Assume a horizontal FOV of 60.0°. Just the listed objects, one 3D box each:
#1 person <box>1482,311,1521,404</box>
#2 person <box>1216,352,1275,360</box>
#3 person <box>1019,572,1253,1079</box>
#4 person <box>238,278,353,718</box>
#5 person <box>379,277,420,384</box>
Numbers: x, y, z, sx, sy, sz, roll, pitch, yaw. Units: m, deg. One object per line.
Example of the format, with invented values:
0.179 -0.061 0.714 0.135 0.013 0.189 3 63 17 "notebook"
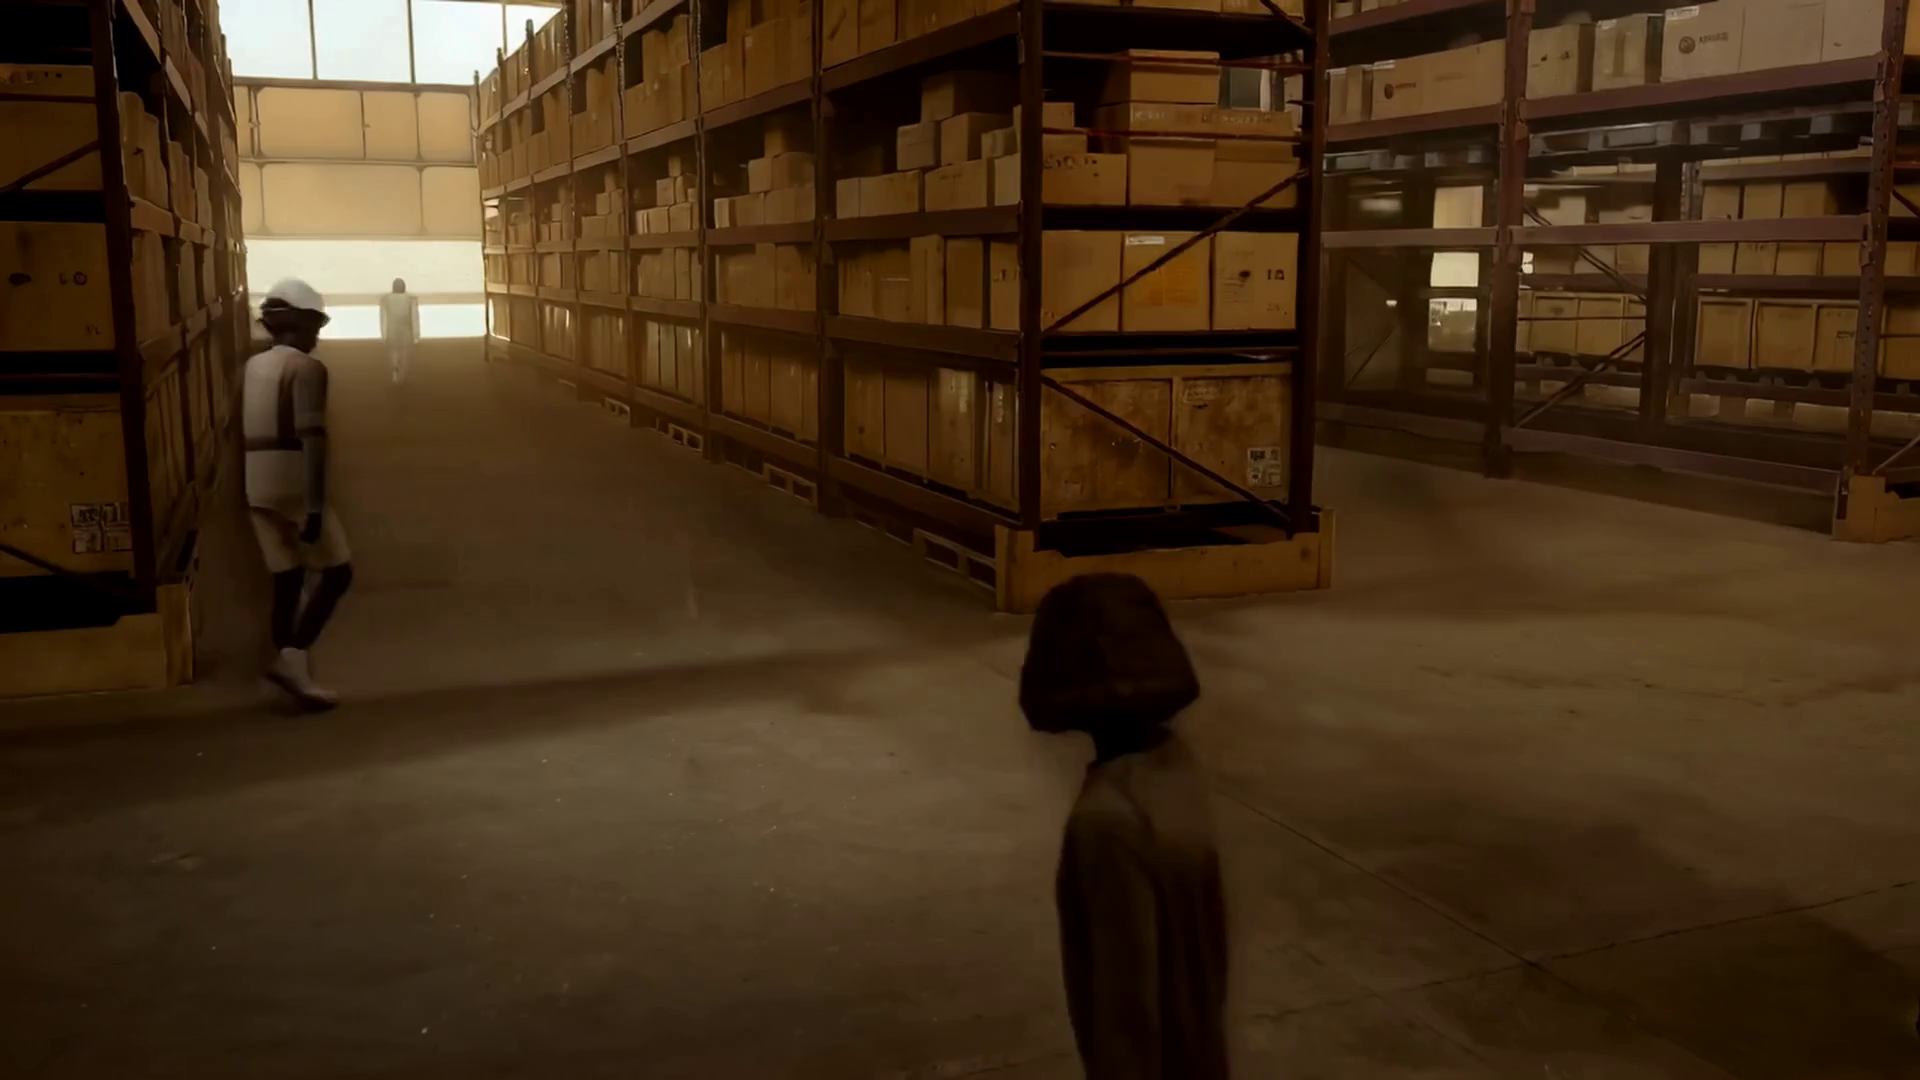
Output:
7.540 -2.634 23.096 0.538 1.726 0.883 -2 10 -10 "person"
2.389 -1.260 14.326 0.652 1.904 0.403 -3 10 -17 "person"
0.291 0.855 2.554 0.460 1.601 0.519 4 10 24 "person"
-3.078 -0.204 7.683 0.628 1.999 0.547 5 11 29 "person"
-9.493 -3.539 28.220 0.631 1.827 0.553 -2 10 -14 "person"
